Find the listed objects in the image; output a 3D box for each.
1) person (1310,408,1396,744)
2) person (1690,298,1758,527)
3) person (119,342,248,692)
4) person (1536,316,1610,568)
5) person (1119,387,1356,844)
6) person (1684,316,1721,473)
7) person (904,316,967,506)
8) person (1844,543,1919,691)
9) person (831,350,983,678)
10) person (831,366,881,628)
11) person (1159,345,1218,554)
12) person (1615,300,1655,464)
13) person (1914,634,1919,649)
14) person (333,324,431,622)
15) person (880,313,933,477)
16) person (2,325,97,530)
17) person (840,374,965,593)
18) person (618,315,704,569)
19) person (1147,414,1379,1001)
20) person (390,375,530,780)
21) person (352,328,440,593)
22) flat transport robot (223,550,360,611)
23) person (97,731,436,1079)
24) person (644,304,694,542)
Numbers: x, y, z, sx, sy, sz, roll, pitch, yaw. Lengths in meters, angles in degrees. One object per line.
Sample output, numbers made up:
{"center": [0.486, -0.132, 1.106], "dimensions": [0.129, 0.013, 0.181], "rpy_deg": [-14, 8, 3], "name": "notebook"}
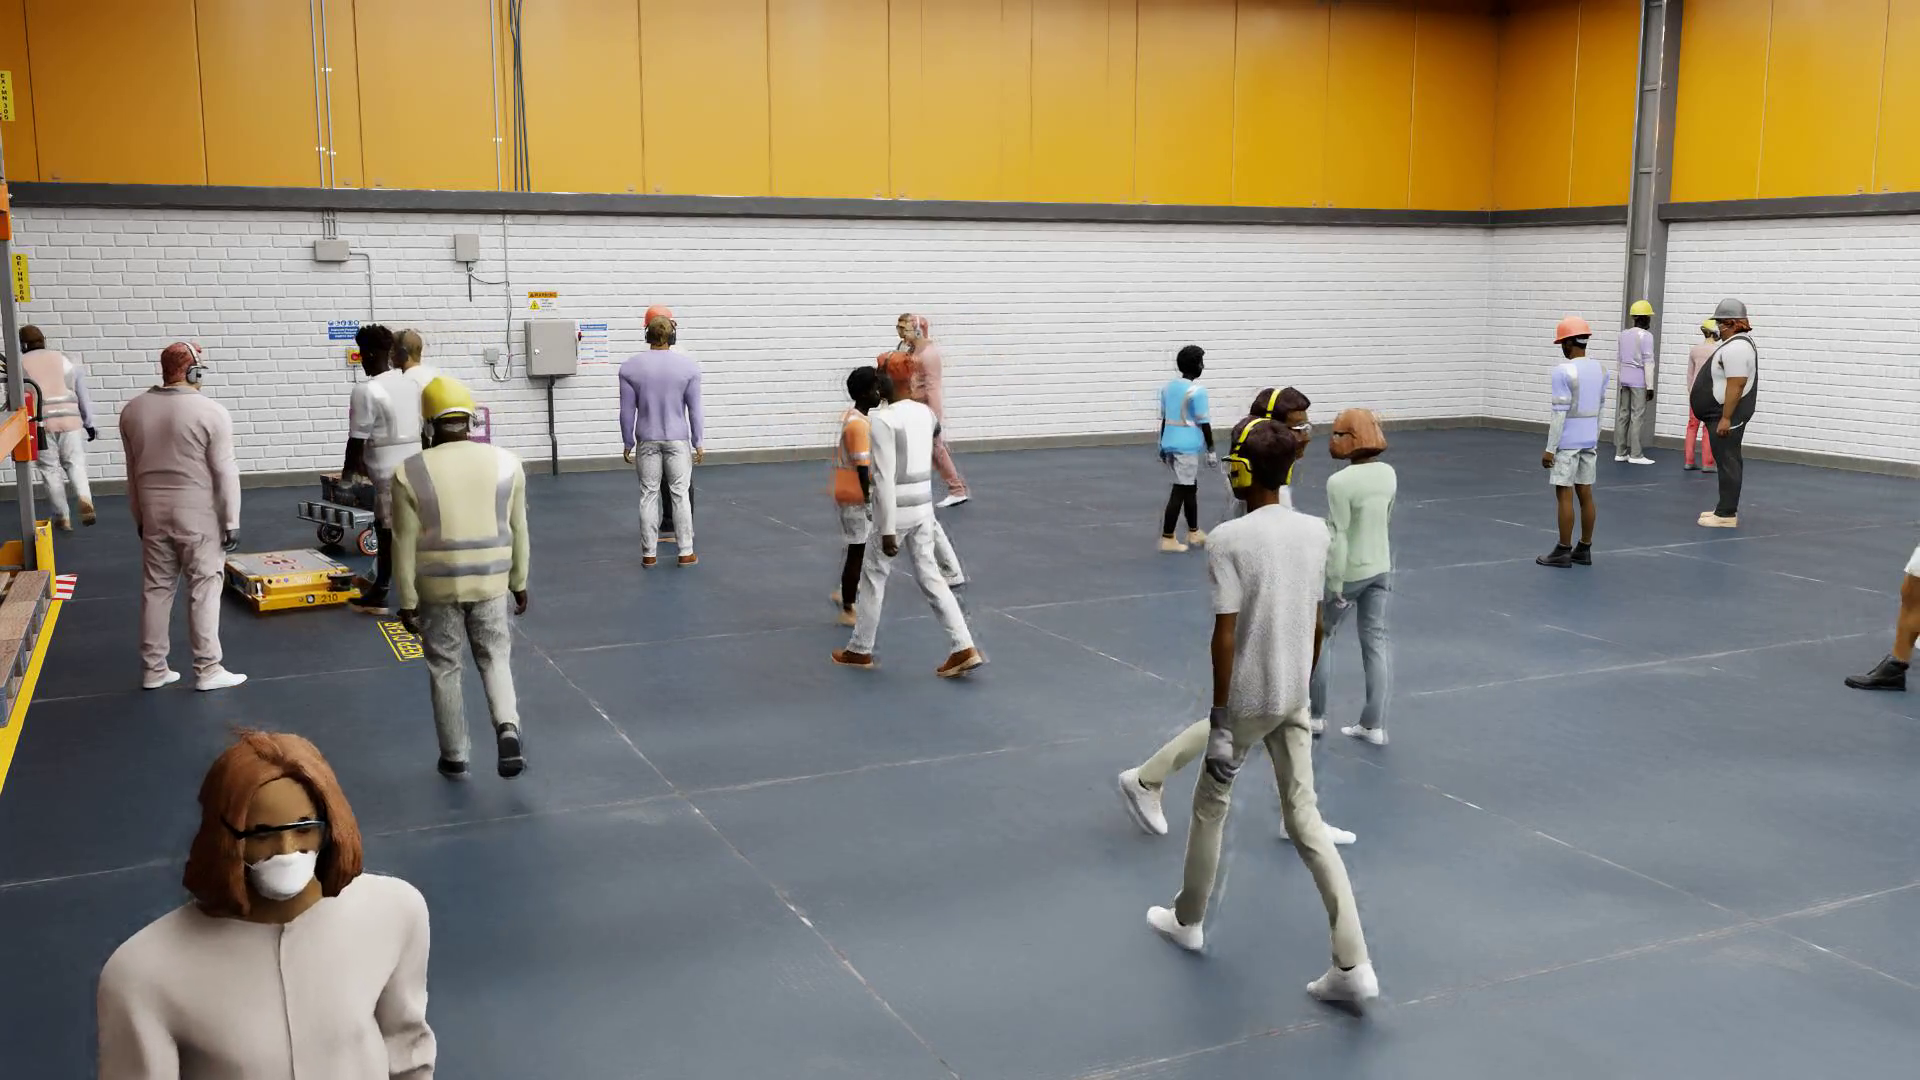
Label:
{"center": [1.847, 0.167, 8.079], "dimensions": [0.509, 1.617, 0.604], "rpy_deg": [-6, 11, -35], "name": "person"}
{"center": [6.807, -1.140, 14.858], "dimensions": [0.536, 2.000, 0.688], "rpy_deg": [5, 10, 29], "name": "person"}
{"center": [-4.198, -0.124, 9.040], "dimensions": [0.658, 1.894, 0.413], "rpy_deg": [2, 9, 10], "name": "person"}
{"center": [4.687, -0.747, 12.767], "dimensions": [0.543, 1.928, 0.371], "rpy_deg": [-5, 10, -29], "name": "person"}
{"center": [1.104, 0.306, 6.554], "dimensions": [0.877, 1.839, 0.519], "rpy_deg": [2, 9, 15], "name": "person"}
{"center": [8.461, -1.645, 18.839], "dimensions": [0.330, 1.769, 0.526], "rpy_deg": [-3, 10, -20], "name": "person"}
{"center": [-0.379, -1.207, 15.875], "dimensions": [1.009, 1.856, 0.671], "rpy_deg": [-1, 9, -9], "name": "person"}
{"center": [5.349, -0.079, 8.762], "dimensions": [0.993, 1.896, 0.558], "rpy_deg": [3, 9, 15], "name": "person"}
{"center": [-0.291, -0.139, 9.303], "dimensions": [0.985, 1.844, 0.584], "rpy_deg": [6, 11, 35], "name": "person"}
{"center": [-0.618, -0.260, 10.530], "dimensions": [0.362, 1.680, 0.541], "rpy_deg": [0, 9, 2], "name": "person"}
{"center": [1.904, -0.729, 13.424], "dimensions": [0.727, 1.665, 0.555], "rpy_deg": [-4, 10, -25], "name": "person"}
{"center": [7.997, -1.859, 19.660], "dimensions": [0.361, 1.930, 0.587], "rpy_deg": [-2, 9, -15], "name": "person"}
{"center": [5.718, -0.161, 9.385], "dimensions": [0.382, 1.855, 0.509], "rpy_deg": [3, 10, 20], "name": "person"}
{"center": [-3.769, -0.423, 10.750], "dimensions": [0.857, 1.922, 0.609], "rpy_deg": [2, 9, 14], "name": "person"}
{"center": [-0.638, -1.554, 18.118], "dimensions": [0.844, 1.808, 0.532], "rpy_deg": [-4, 10, -25], "name": "person"}
{"center": [-7.905, -0.960, 14.473], "dimensions": [0.692, 1.811, 0.542], "rpy_deg": [-9, 13, -44], "name": "person"}
{"center": [-0.371, -0.407, 11.713], "dimensions": [0.873, 1.595, 0.514], "rpy_deg": [1, 9, 9], "name": "person"}
{"center": [-2.270, -0.744, 12.712], "dimensions": [0.638, 1.938, 0.356], "rpy_deg": [-1, 9, -4], "name": "person"}
{"center": [0.982, 0.519, 5.262], "dimensions": [0.555, 1.825, 0.982], "rpy_deg": [-5, 10, -29], "name": "person"}
{"center": [-2.171, 0.191, 7.274], "dimensions": [0.607, 1.820, 0.587], "rpy_deg": [-5, 11, -31], "name": "person"}
{"center": [-3.754, -0.522, 11.553], "dimensions": [1.068, 1.883, 0.645], "rpy_deg": [2, 9, 13], "name": "person"}
{"center": [-4.733, 0.257, 11.662], "dimensions": [0.652, 0.197, 1.431], "rpy_deg": [-6, 11, -34], "name": "flat transport robot"}
{"center": [-1.058, 1.064, 2.602], "dimensions": [0.520, 1.588, 0.872], "rpy_deg": [-7, 11, -35], "name": "person"}
{"center": [-2.476, -0.976, 13.990], "dimensions": [0.392, 1.990, 0.614], "rpy_deg": [4, 10, 21], "name": "person"}
